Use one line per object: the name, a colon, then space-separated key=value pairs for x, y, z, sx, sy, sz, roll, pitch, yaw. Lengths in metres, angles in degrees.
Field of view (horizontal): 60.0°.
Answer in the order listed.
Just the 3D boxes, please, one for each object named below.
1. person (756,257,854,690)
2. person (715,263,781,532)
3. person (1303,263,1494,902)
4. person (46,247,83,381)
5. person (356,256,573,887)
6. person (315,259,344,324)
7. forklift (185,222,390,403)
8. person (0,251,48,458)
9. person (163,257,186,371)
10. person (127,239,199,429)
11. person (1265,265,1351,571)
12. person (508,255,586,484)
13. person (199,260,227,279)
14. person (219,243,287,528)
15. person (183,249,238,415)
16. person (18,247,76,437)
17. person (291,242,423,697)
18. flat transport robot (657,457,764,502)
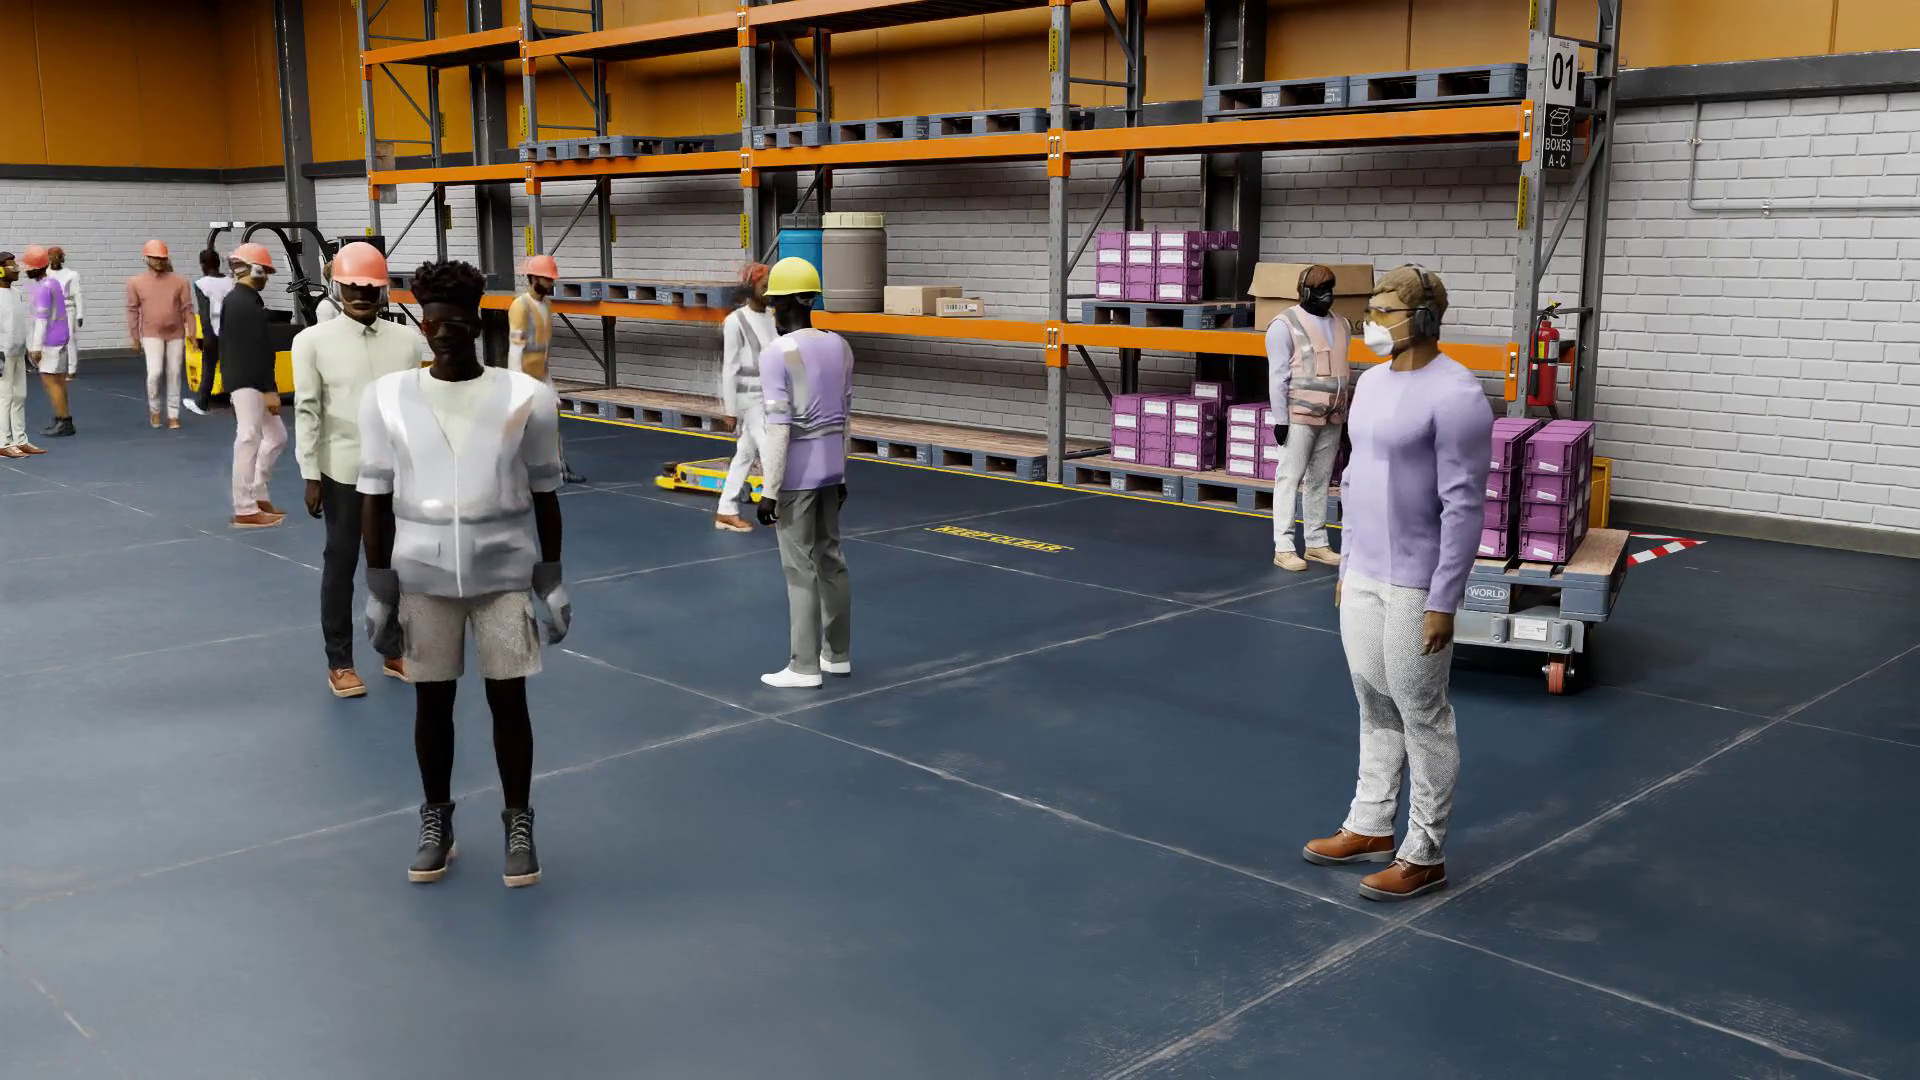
person: x=-0.714 y=-0.293 z=7.452 sx=0.382 sy=1.924 sz=0.594 roll=6 pitch=12 yaw=31
person: x=-1.301 y=-0.927 z=11.168 sx=0.972 sy=1.835 sz=0.598 roll=5 pitch=12 yaw=25
person: x=1.351 y=0.130 z=5.115 sx=0.372 sy=1.940 sz=0.630 roll=-4 pitch=11 yaw=-19
person: x=-12.469 y=-3.115 z=23.024 sx=0.626 sy=1.856 sz=0.674 roll=-2 pitch=11 yaw=-11
person: x=-1.548 y=0.104 z=5.193 sx=0.614 sy=1.964 sz=0.361 roll=-2 pitch=11 yaw=-10
person: x=-4.687 y=-1.205 z=12.649 sx=0.346 sy=1.847 sz=0.506 roll=0 pitch=10 yaw=-2
forklift: x=-8.169 y=-2.758 z=20.163 sx=2.313 sy=2.155 sz=1.214 roll=-10 pitch=14 yaw=-44
person: x=-8.667 y=-1.690 z=15.211 sx=0.320 sy=1.876 sz=0.533 roll=0 pitch=10 yaw=2
person: x=-11.685 y=-3.324 z=24.531 sx=0.480 sy=1.724 sz=0.362 roll=1 pitch=10 yaw=6
person: x=-8.308 y=-2.136 z=17.373 sx=0.616 sy=1.976 sz=0.449 roll=-7 pitch=13 yaw=-35
person: x=2.148 y=-0.743 z=10.142 sx=0.627 sy=1.844 sz=0.429 roll=-7 pitch=12 yaw=-33
person: x=-3.536 y=-1.368 z=13.515 sx=0.846 sy=1.879 sz=0.563 roll=4 pitch=11 yaw=19
person: x=-11.952 y=-3.713 z=26.729 sx=0.318 sy=1.697 sz=0.535 roll=8 pitch=13 yaw=36
person: x=-4.892 y=-1.063 z=11.559 sx=0.523 sy=1.961 sz=0.691 roll=-6 pitch=12 yaw=-30
person: x=-8.288 y=-2.295 z=18.558 sx=1.029 sy=1.850 sz=0.628 roll=6 pitch=12 yaw=29
person: x=-9.169 y=-1.986 z=16.777 sx=0.382 sy=1.898 sz=0.654 roll=-2 pitch=11 yaw=-13
person: x=-2.620 y=-0.312 z=7.378 sx=0.393 sy=1.990 sz=0.617 roll=10 pitch=14 yaw=42
flat transport robot: x=-1.663 y=-0.483 z=13.009 sx=1.431 sy=0.197 sz=0.652 roll=9 pitch=14 yaw=41
